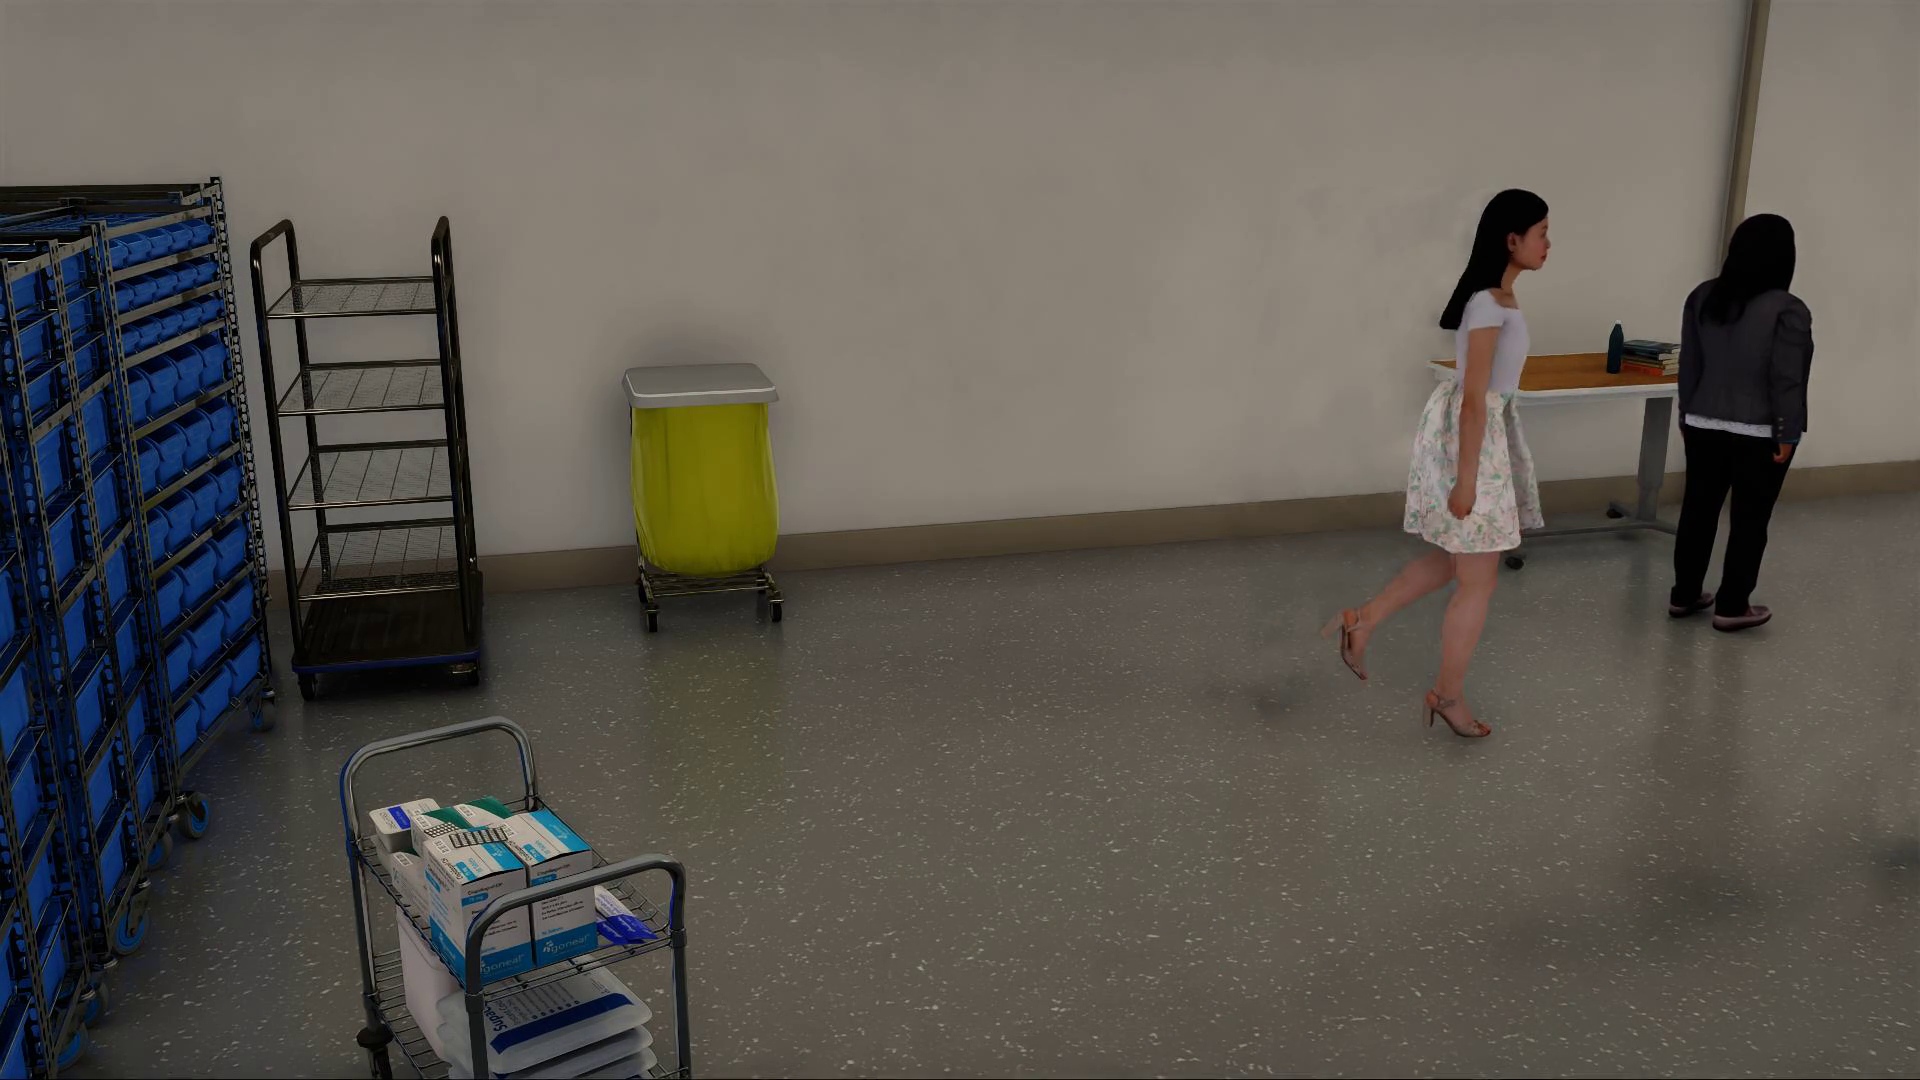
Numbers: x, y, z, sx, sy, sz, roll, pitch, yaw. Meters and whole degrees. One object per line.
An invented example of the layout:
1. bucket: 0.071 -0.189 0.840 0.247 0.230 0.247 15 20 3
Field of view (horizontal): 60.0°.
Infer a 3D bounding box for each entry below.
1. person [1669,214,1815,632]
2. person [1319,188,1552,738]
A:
1. person: 2.998 -0.447 6.409 0.750 1.599 0.746 -10 18 -30
2. person: 1.542 -0.215 5.300 1.006 1.754 0.867 6 17 20
